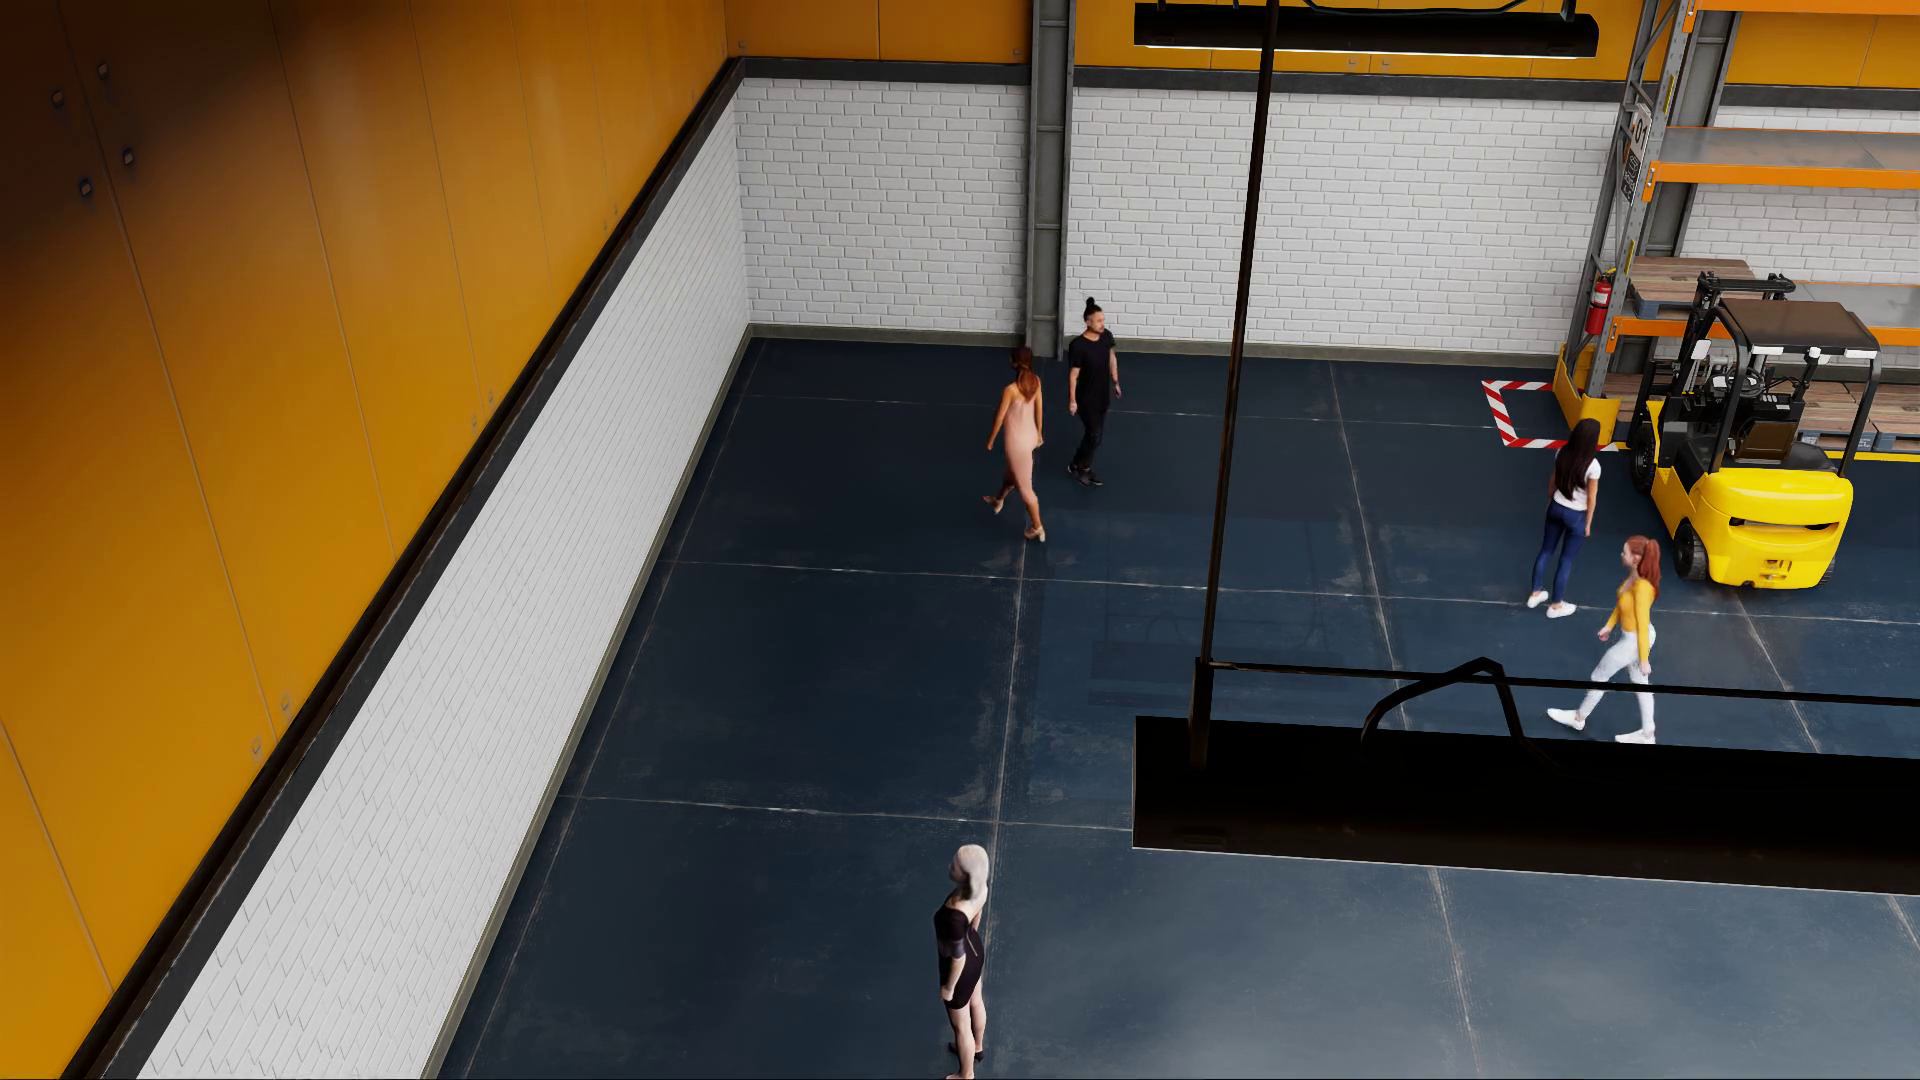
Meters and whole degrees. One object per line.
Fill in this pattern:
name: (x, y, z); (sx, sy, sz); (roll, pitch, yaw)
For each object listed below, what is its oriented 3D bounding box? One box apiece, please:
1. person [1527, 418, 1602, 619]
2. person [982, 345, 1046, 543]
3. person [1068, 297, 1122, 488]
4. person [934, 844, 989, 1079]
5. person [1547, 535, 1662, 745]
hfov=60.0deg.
person: (4.868, -0.184, 13.345); (0.699, 1.774, 0.669); (-19, 38, -26)
person: (0.587, -0.777, 14.218); (1.102, 1.795, 0.979); (26, 42, 34)
person: (1.139, -1.358, 15.037); (0.825, 1.856, 0.801); (26, 42, 34)
person: (0.022, 2.408, 9.398); (0.584, 1.827, 0.626); (11, 35, 16)
person: (4.913, 0.789, 11.947); (1.075, 1.702, 0.799); (8, 35, 12)
